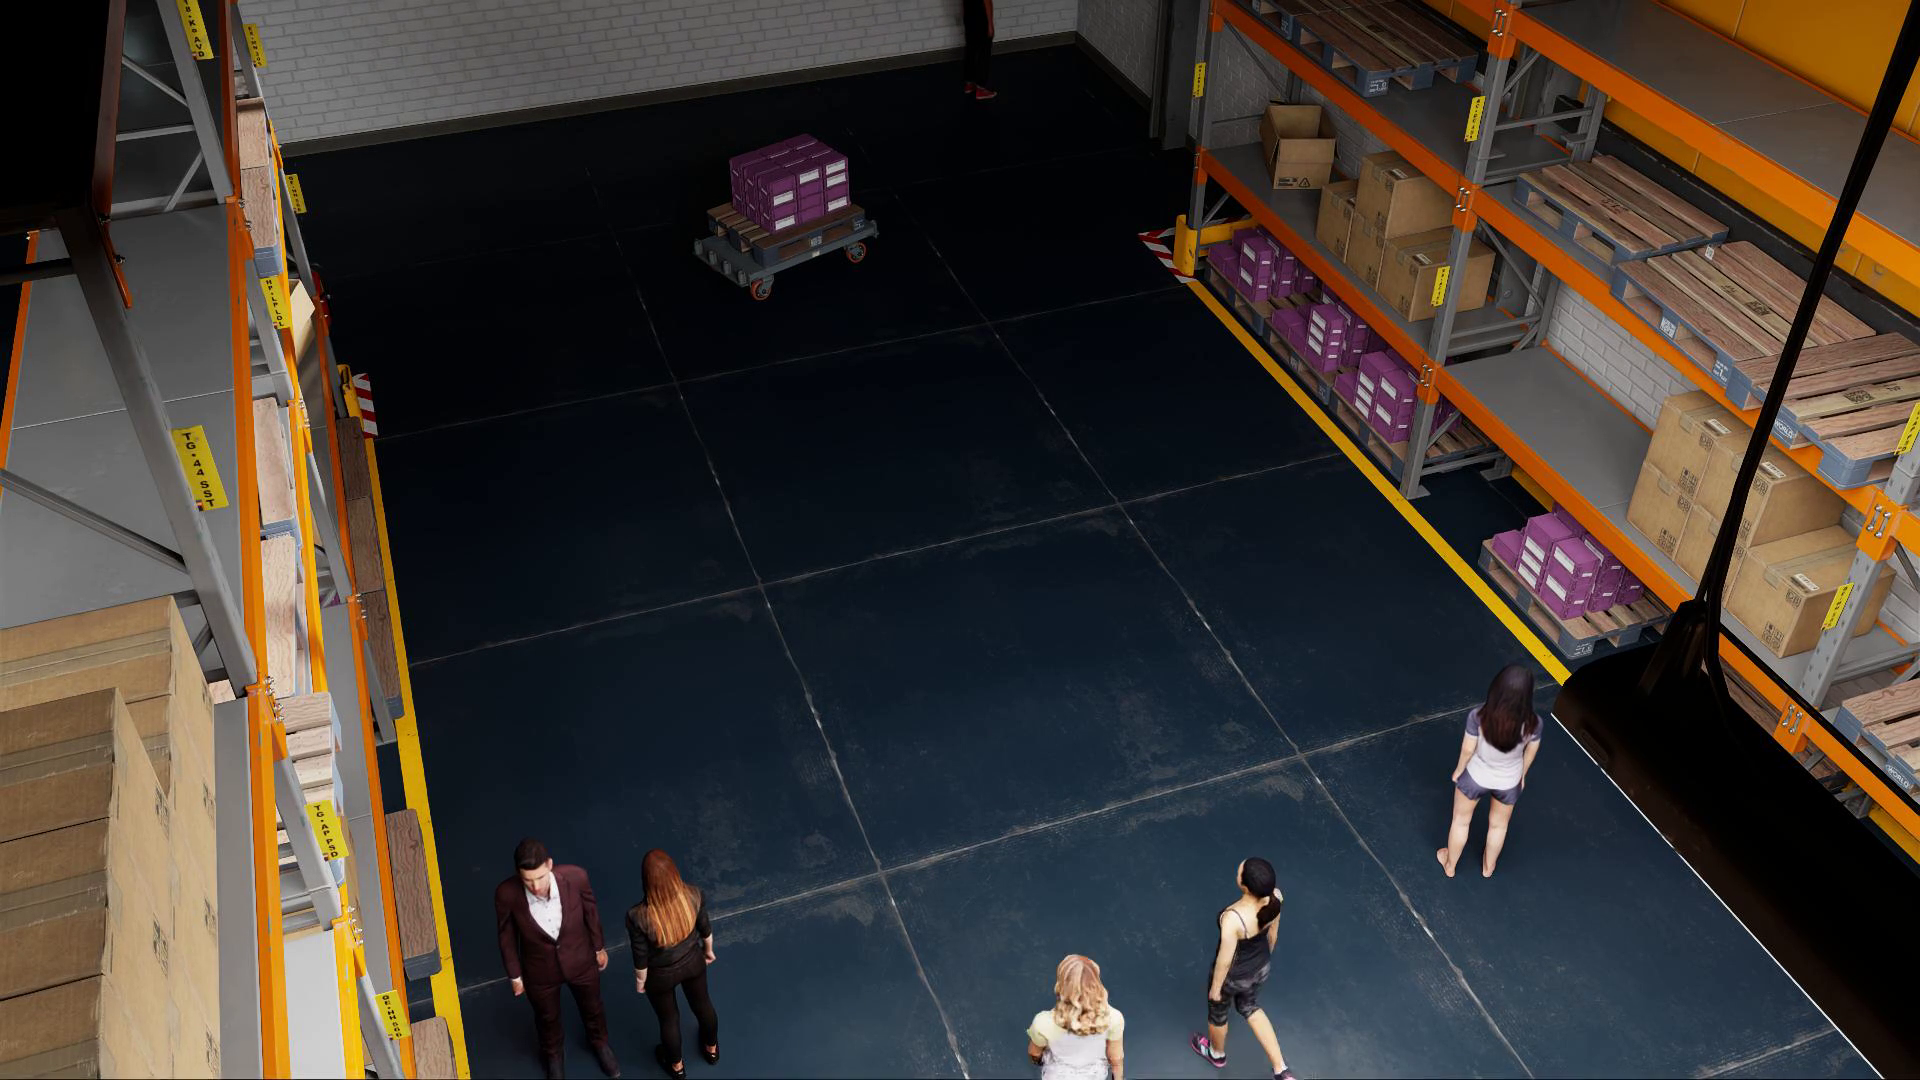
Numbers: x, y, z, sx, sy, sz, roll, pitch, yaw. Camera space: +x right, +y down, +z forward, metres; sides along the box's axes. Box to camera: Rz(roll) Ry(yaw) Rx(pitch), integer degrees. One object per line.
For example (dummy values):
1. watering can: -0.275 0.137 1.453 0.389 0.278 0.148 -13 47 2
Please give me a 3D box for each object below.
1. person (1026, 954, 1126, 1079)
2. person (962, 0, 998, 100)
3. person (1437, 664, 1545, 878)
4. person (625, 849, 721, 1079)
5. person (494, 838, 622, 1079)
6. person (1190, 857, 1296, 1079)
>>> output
1. person: 0.610 2.813 8.305 0.658 1.663 1.162 -10 40 -12
2. person: 0.194 -6.008 19.273 0.779 1.759 0.653 -30 47 -32
3. person: 3.198 1.410 10.028 0.675 1.706 0.679 5 39 6
4. person: -1.533 2.285 8.927 0.644 1.712 0.579 -20 43 -23
5. person: -2.145 2.233 8.870 0.690 1.864 0.573 -15 41 -18
6. person: 1.560 2.355 8.842 0.735 1.710 0.984 -26 45 -28
